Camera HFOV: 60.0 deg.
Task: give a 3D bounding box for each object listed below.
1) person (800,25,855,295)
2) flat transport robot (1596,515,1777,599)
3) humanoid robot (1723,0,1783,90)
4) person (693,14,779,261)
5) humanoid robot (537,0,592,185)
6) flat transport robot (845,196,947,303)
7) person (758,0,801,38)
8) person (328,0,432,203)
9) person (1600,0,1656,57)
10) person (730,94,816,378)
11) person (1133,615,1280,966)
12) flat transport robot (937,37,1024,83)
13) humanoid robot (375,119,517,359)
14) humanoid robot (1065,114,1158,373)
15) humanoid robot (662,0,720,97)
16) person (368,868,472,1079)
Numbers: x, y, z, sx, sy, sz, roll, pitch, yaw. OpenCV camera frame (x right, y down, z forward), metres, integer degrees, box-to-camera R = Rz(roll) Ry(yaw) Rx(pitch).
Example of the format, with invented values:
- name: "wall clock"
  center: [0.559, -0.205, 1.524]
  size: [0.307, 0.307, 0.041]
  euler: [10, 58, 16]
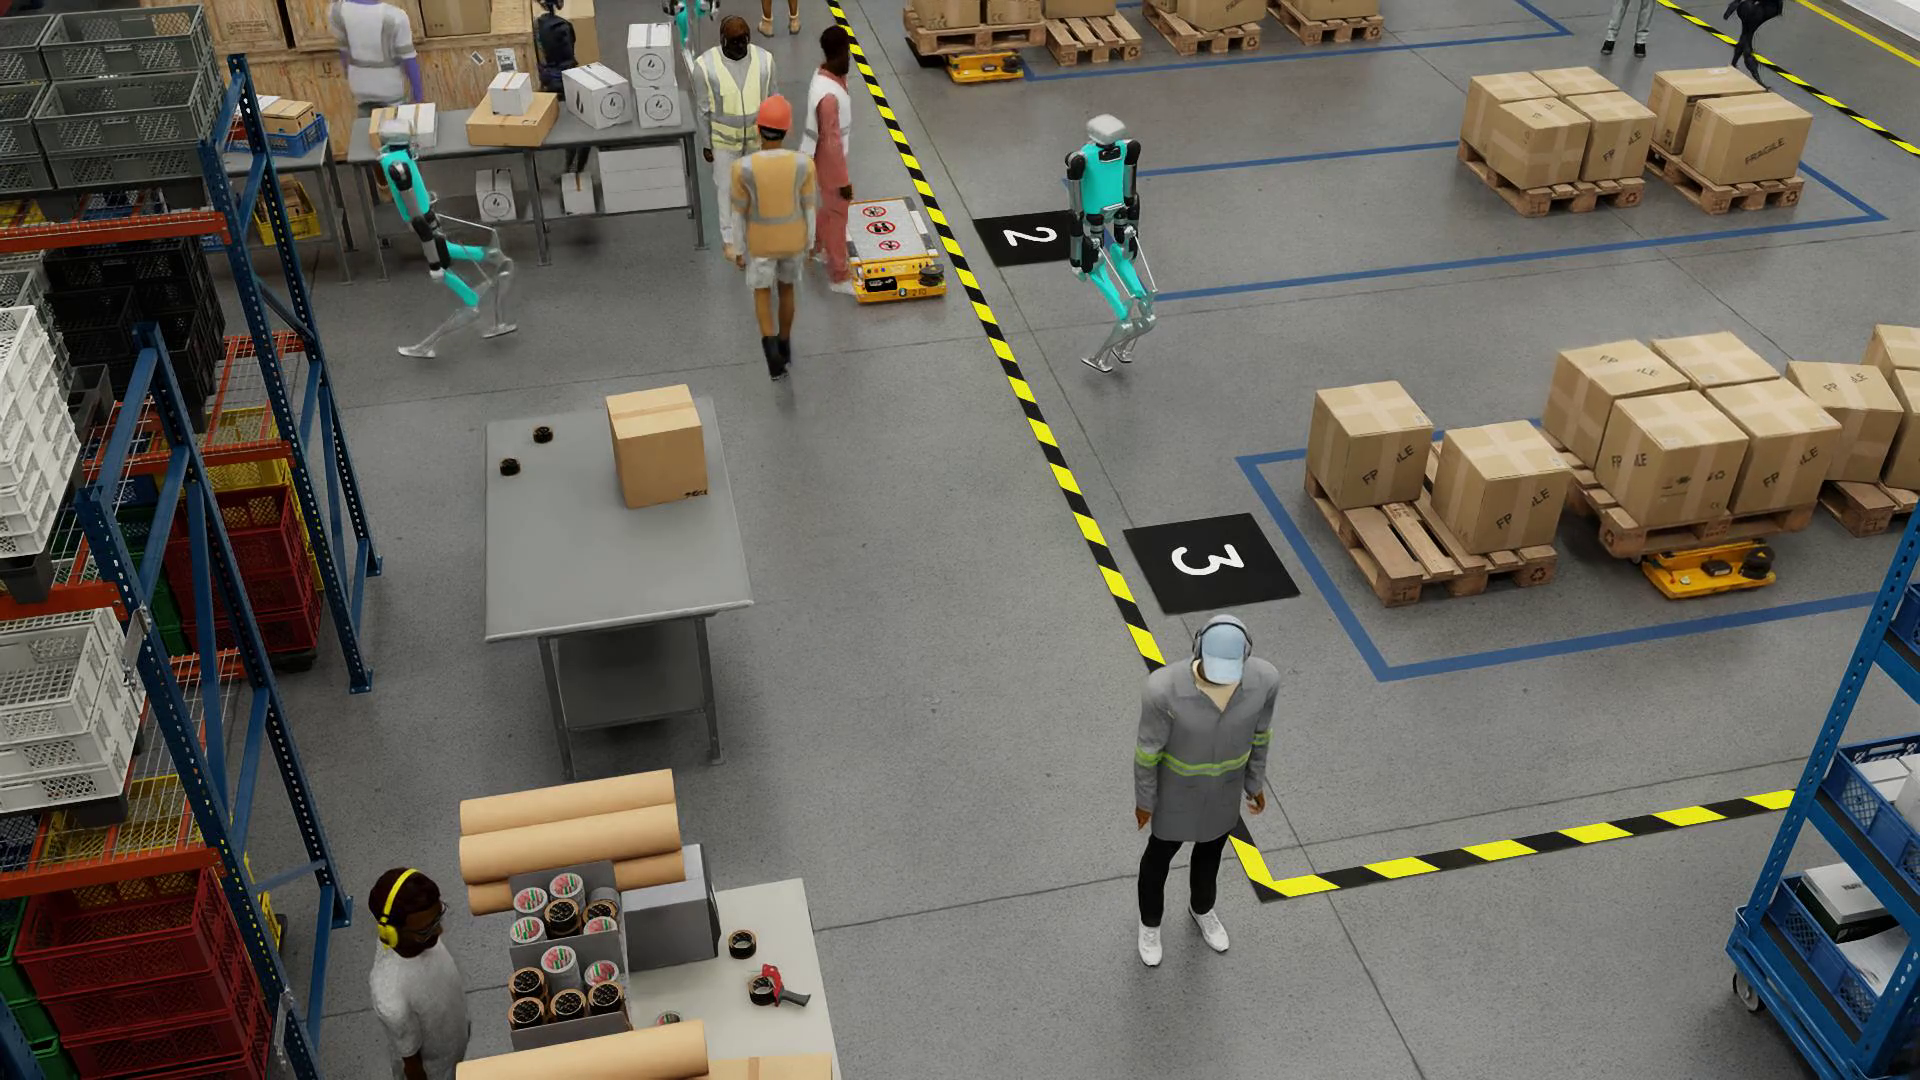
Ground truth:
- name: "person"
  center: [-0.946, -2.678, 11.800]
  size: [0.534, 1.894, 0.735]
  euler: [1, 37, 1]
- name: "flat transport robot"
  center: [4.101, -0.192, 9.789]
  size: [0.652, 0.197, 1.431]
  euler: [-8, 37, -10]
- name: "humanoid robot"
  center: [7.232, -4.844, 14.929]
  size: [0.610, 1.654, 0.743]
  euler: [-13, 39, -17]
- name: "person"
  center: [-1.601, -2.943, 12.201]
  size: [0.622, 1.837, 0.429]
  euler: [-11, 38, -14]
- name: "humanoid robot"
  center: [-3.139, -3.591, 13.224]
  size: [0.363, 1.651, 0.600]
  euler: [-24, 43, -29]
- name: "flat transport robot"
  center: [-0.570, -2.220, 12.538]
  size: [0.659, 0.231, 1.431]
  euler: [-8, 37, -10]
- name: "person"
  center: [-1.813, -5.871, 15.959]
  size: [0.605, 2.045, 0.376]
  euler: [-9, 38, -12]
- name: "person"
  center: [-4.410, -3.473, 12.750]
  size: [0.638, 2.033, 0.445]
  euler: [-1, 37, -1]
- name: "person"
  center: [6.437, -5.460, 15.577]
  size: [0.598, 1.836, 0.404]
  euler: [10, 38, 13]
- name: "person"
  center: [-1.179, -1.921, 10.761]
  size: [0.554, 1.910, 0.635]
  euler: [-8, 37, -10]
- name: "person"
  center: [0.995, 1.030, 6.847]
  size: [0.587, 1.848, 0.396]
  euler: [-7, 37, -10]
- name: "flat transport robot"
  center: [0.121, -4.737, 15.897]
  size: [0.652, 0.197, 1.431]
  euler: [-8, 37, -10]
- name: "humanoid robot"
  center: [-3.329, -1.971, 10.990]
  size: [1.027, 1.738, 0.539]
  euler: [-13, 39, -17]
- name: "humanoid robot"
  center: [1.031, -1.828, 10.664]
  size: [0.533, 1.681, 0.735]
  euler: [-20, 41, -24]
- name: "humanoid robot"
  center: [-2.465, -4.915, 14.970]
  size: [0.531, 1.780, 0.989]
  euler: [-10, 38, -13]
- name: "person"
  center: [-1.785, 1.814, 5.780]
  size: [0.333, 1.864, 0.517]
  euler: [-4, 37, -6]
